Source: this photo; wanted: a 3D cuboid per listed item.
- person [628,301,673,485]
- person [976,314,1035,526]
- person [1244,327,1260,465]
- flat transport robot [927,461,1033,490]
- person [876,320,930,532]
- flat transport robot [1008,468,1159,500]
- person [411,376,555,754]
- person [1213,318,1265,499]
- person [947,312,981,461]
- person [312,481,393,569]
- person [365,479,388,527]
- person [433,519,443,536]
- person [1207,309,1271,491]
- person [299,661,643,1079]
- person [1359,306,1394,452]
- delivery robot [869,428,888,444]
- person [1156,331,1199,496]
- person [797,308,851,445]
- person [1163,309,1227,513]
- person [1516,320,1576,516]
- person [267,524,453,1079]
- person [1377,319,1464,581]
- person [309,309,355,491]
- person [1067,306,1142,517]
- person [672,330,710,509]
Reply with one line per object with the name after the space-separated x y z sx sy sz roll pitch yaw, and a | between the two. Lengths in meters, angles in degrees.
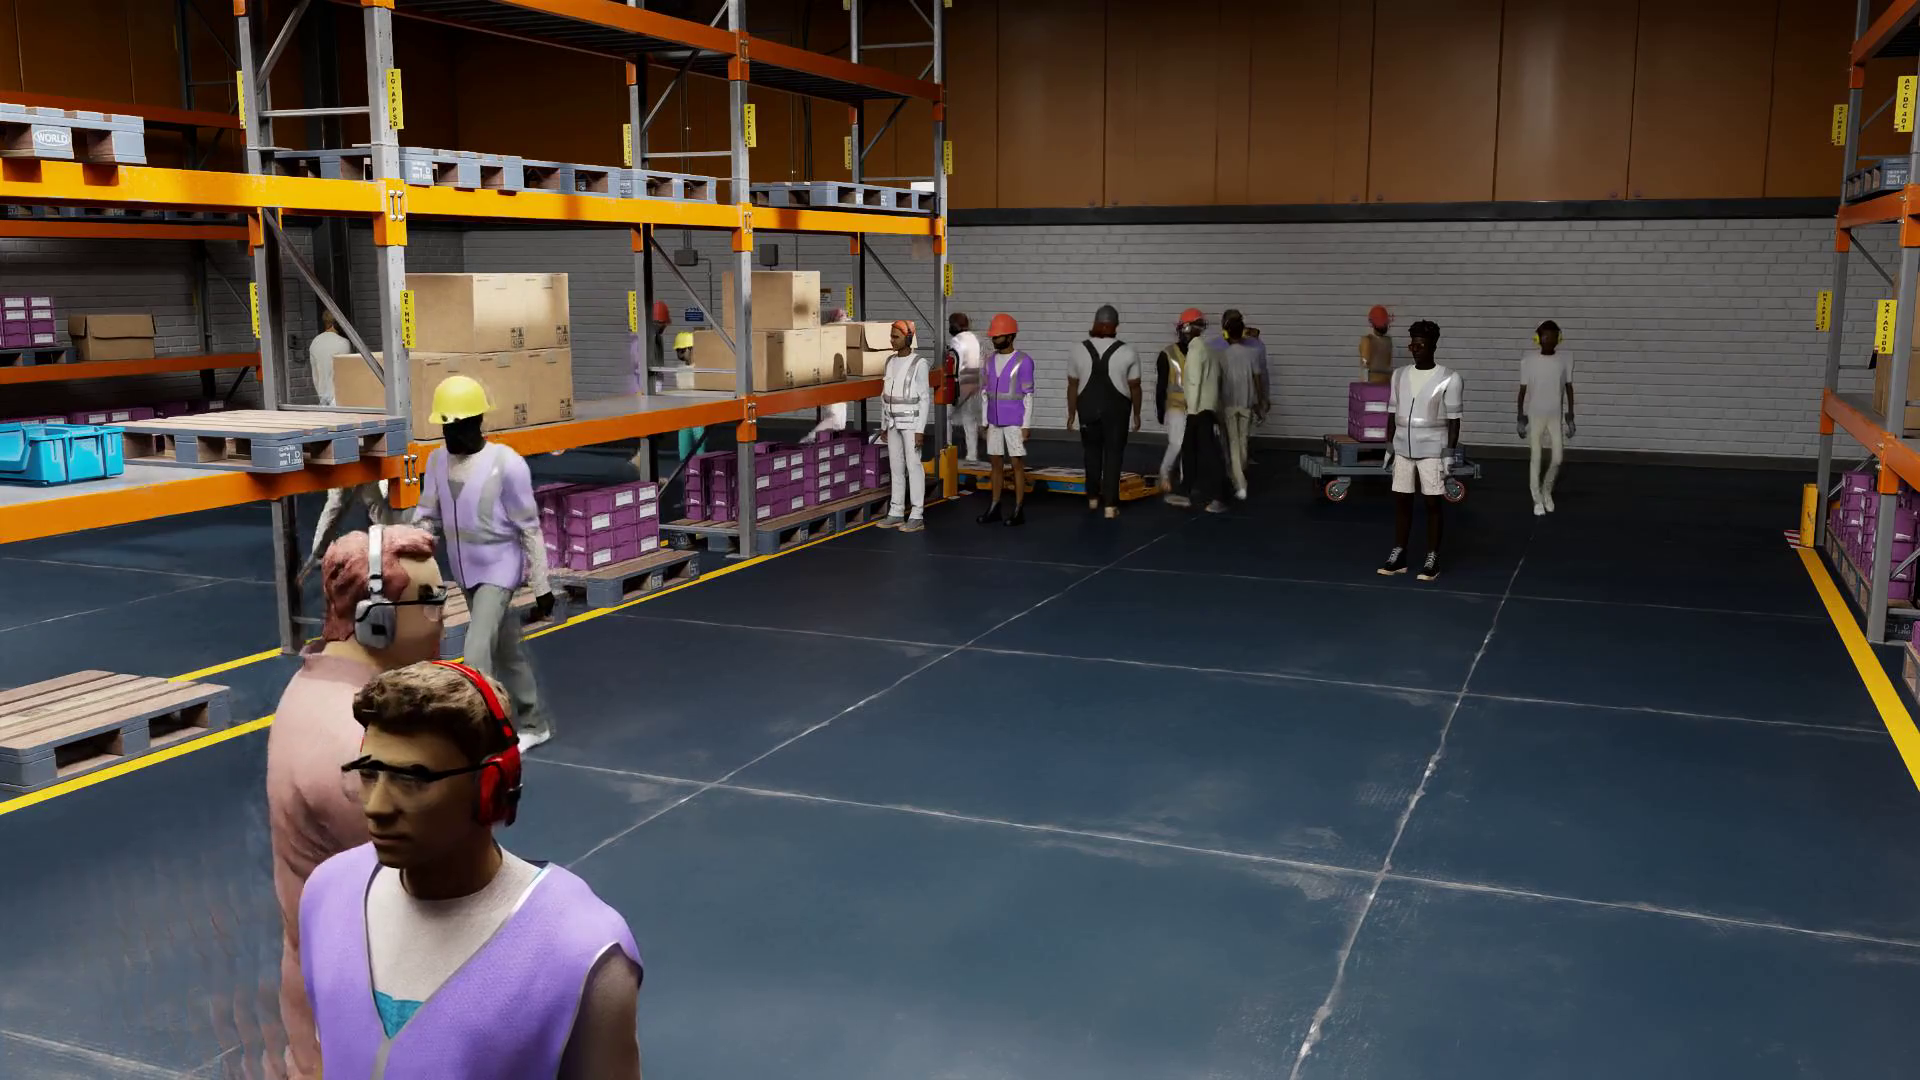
-3.296 -1.558 17.829 0.578 1.995 0.676 2 10 12 | person
0.410 -1.089 15.173 0.544 1.933 0.376 7 12 37 | person
3.418 -1.713 19.841 0.310 1.636 0.523 0 9 1 | person
0.057 -0.719 17.948 1.431 0.197 0.652 7 12 38 | flat transport robot
-0.509 -1.017 14.886 0.356 1.883 0.574 -9 13 -43 | person
1.269 -0.591 17.173 1.431 0.197 0.652 6 11 33 | flat transport robot
-2.269 0.175 7.720 0.594 1.863 1.021 7 11 35 | person
2.830 -1.364 17.144 0.533 1.826 0.893 -1 9 -6 | person
-0.072 -1.756 19.538 0.694 1.818 0.665 5 11 30 | person
-4.711 -0.565 13.025 0.893 1.582 0.527 -8 12 -39 | person
-4.971 -0.832 14.558 0.531 1.620 0.521 3 10 19 | person
-4.334 -0.882 14.605 0.941 1.707 0.535 -6 11 -31 | person
2.941 -1.482 17.608 0.718 1.913 0.569 2 10 12 | person
-0.688 1.065 2.365 0.565 1.849 0.388 4 10 24 | person
4.785 -1.713 19.058 0.359 1.908 0.613 8 13 41 | person
-0.907 -0.999 18.502 0.707 0.478 0.477 5 10 27 | delivery robot
2.329 -1.354 17.123 0.626 1.823 0.434 -3 10 -20 | person
-1.554 -1.795 19.623 0.605 1.872 0.723 1 9 5 | person
2.311 -1.257 16.173 0.684 1.946 0.676 2 10 15 | person
5.555 -1.147 15.746 0.559 1.856 0.385 2 10 12 | person
-1.021 0.898 3.319 0.929 1.866 0.645 -3 10 -19 | person
3.483 -0.681 12.589 0.602 1.967 0.366 9 13 43 | person
-6.567 -1.484 17.547 0.629 1.940 0.373 6 11 34 | person
1.399 -1.270 15.937 0.699 2.000 0.827 2 10 15 | person
-2.542 -1.180 16.272 0.521 1.746 0.574 8 12 40 | person
